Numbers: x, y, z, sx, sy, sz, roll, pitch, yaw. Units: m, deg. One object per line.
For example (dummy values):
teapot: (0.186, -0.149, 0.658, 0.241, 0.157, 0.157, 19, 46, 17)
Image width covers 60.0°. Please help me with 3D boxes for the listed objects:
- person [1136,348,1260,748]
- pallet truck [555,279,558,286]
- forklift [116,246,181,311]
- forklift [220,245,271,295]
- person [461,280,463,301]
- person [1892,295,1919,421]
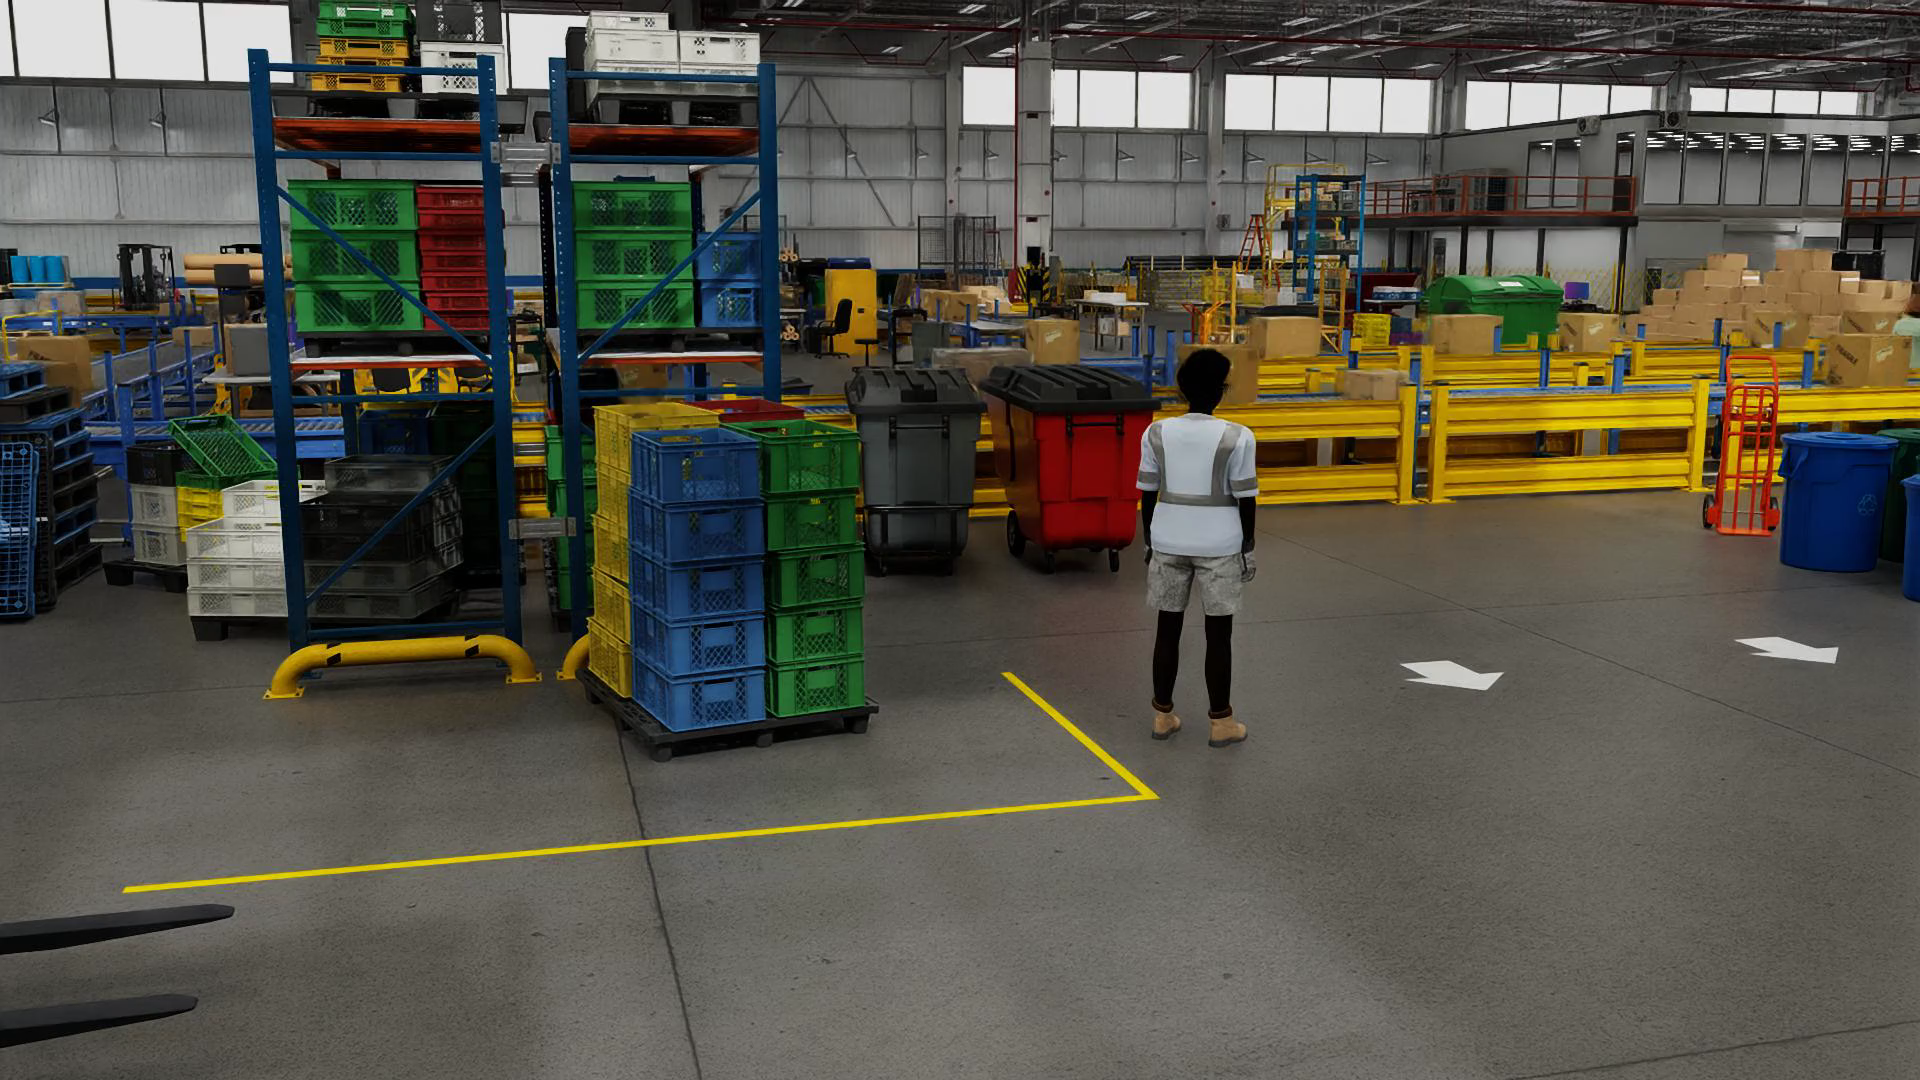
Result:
person: (1.016, 0.035, 7.104, 0.540, 1.695, 0.317, 5, 11, 28)
pallet truck: (-10.604, -6.375, 44.520, 0.653, 1.274, 1.630, -3, 10, -15)
forklift: (-19.966, -6.232, 40.894, 1.157, 1.987, 2.680, -3, 10, -15)
forklift: (-17.749, -6.334, 41.440, 1.157, 1.987, 2.680, -3, 10, -17)
person: (-11.671, -5.512, 38.077, 0.668, 1.848, 1.012, 7, 12, 36)
person: (10.350, -1.834, 17.934, 0.782, 1.598, 0.525, -3, 10, -15)
